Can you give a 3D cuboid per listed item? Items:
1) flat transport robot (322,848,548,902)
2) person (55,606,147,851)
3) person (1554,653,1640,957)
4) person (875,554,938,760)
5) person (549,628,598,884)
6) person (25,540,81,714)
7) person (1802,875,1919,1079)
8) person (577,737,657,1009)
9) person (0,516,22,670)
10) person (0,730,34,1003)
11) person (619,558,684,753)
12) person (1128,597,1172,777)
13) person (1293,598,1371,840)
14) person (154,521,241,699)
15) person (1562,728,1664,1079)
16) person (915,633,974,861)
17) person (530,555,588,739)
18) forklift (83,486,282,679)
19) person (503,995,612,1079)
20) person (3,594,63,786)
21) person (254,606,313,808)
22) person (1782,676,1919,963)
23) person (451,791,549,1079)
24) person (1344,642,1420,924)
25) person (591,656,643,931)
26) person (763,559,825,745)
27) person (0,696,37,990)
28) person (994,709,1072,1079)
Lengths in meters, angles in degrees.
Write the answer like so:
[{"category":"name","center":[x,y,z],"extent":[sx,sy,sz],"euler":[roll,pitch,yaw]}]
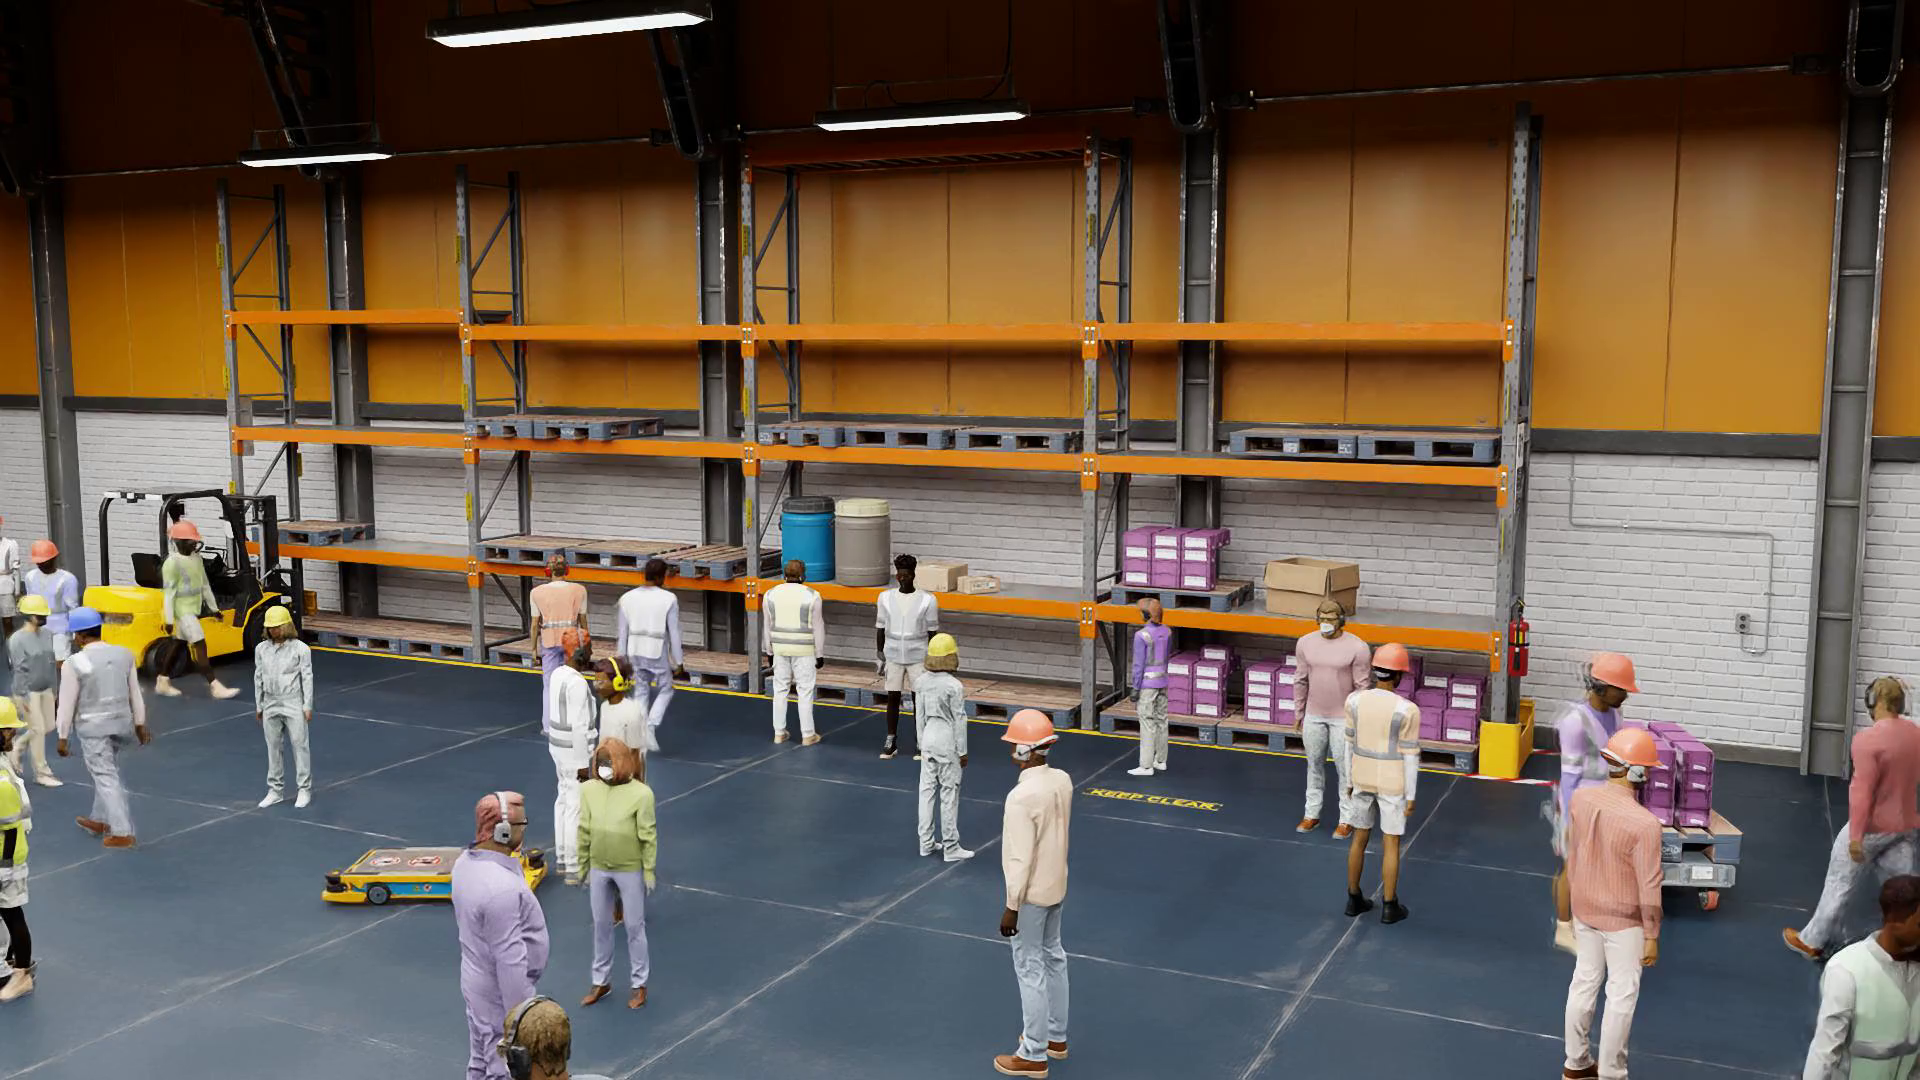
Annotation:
[{"category":"flat transport robot","center":[-3.760,2.401,11.965],"extent":[1.431,0.197,0.652],"euler":[0,7,0]},{"category":"person","center":[-6.807,1.463,13.016],"extent":[0.914,1.901,0.627],"euler":[3,8,23]},{"category":"person","center":[4.034,1.702,10.601],"extent":[0.664,2.007,0.534],"euler":[-6,9,-39]},{"category":"person","center":[-0.510,1.102,15.754],"extent":[0.602,1.966,0.368],"euler":[1,7,9]},{"category":"person","center":[-2.827,1.576,12.218],"extent":[0.359,1.880,0.578],"euler":[-4,8,-28]},{"category":"person","center":[-9.433,0.940,17.315],"extent":[0.576,1.910,0.492],"euler":[0,7,3]},{"category":"person","center":[3.633,2.241,6.612],"extent":[0.610,1.895,0.460],"euler":[-4,8,-29]},{"category":"person","center":[-2.052,1.974,9.925],"extent":[0.504,1.633,0.274],"euler":[2,7,15]},{"category":"person","center":[-11.569,0.608,19.946],"extent":[0.552,1.939,0.355],"euler":[-4,8,-28]},{"category":"person","center":[-5.814,1.929,10.027],"extent":[0.536,1.696,0.322],"euler":[6,9,42]},{"category":"person","center":[-2.976,1.122,15.891],"extent":[0.680,1.889,0.481],"euler":[2,7,16]},{"category":"person","center":[1.742,1.334,15.169],"extent":[0.307,1.644,0.514],"euler":[6,9,40]},{"category":"person","center":[2.963,1.417,13.314],"extent":[0.635,1.932,0.369],"euler":[5,8,35]},{"category":"person","center":[-8.515,0.776,18.367],"extent":[1.053,1.993,0.610],"euler":[0,7,1]},{"category":"person","center":[3.427,1.953,8.683],"extent":[0.406,1.981,0.625],"euler":[-3,7,-22]},{"category":"person","center":[-0.128,1.577,12.736],"extent":[0.487,1.746,0.287],"euler":[6,9,41]},{"category":"person","center":[-3.983,1.068,16.579],"extent":[0.562,1.837,0.387],"euler":[-3,7,-22]},{"category":"forklift","center":[-9.426,0.454,20.179],"extent":[1.214,2.155,2.313],"euler":[3,8,26]},{"category":"person","center":[-1.299,2.392,5.278],"extent":[0.382,1.929,0.635],"euler":[3,8,26]},{"category":"person","center":[-8.315,1.333,14.809],"extent":[0.598,1.741,0.523],"euler":[1,7,12]},{"category":"person","center":[-5.744,1.413,14.111],"extent":[0.492,1.740,0.325],"euler":[0,7,4]},{"category":"person","center":[5.683,1.787,10.444],"extent":[0.657,1.877,0.934],"euler":[-3,8,-25]},{"category":"person","center":[-2.109,2.104,7.727],"extent":[0.407,1.908,0.639],"euler":[-4,8,-32]},{"category":"person","center":[2.889,1.655,11.372],"extent":[0.539,1.929,0.380],"euler":[6,9,39]},{"category":"person","center":[-2.401,1.709,11.206],"extent":[0.519,1.856,0.549],"euler":[-5,8,-33]},{"category":"person","center":[-1.618,1.099,16.347],"extent":[0.630,1.836,0.430],"euler":[2,7,17]},{"category":"person","center":[-5.898,1.854,10.177],"extent":[0.403,1.817,0.601],"euler":[-5,8,-33]},{"category":"person","center":[0.393,1.901,9.038],"extent":[0.392,1.992,0.623],"euler":[4,8,29]}]
